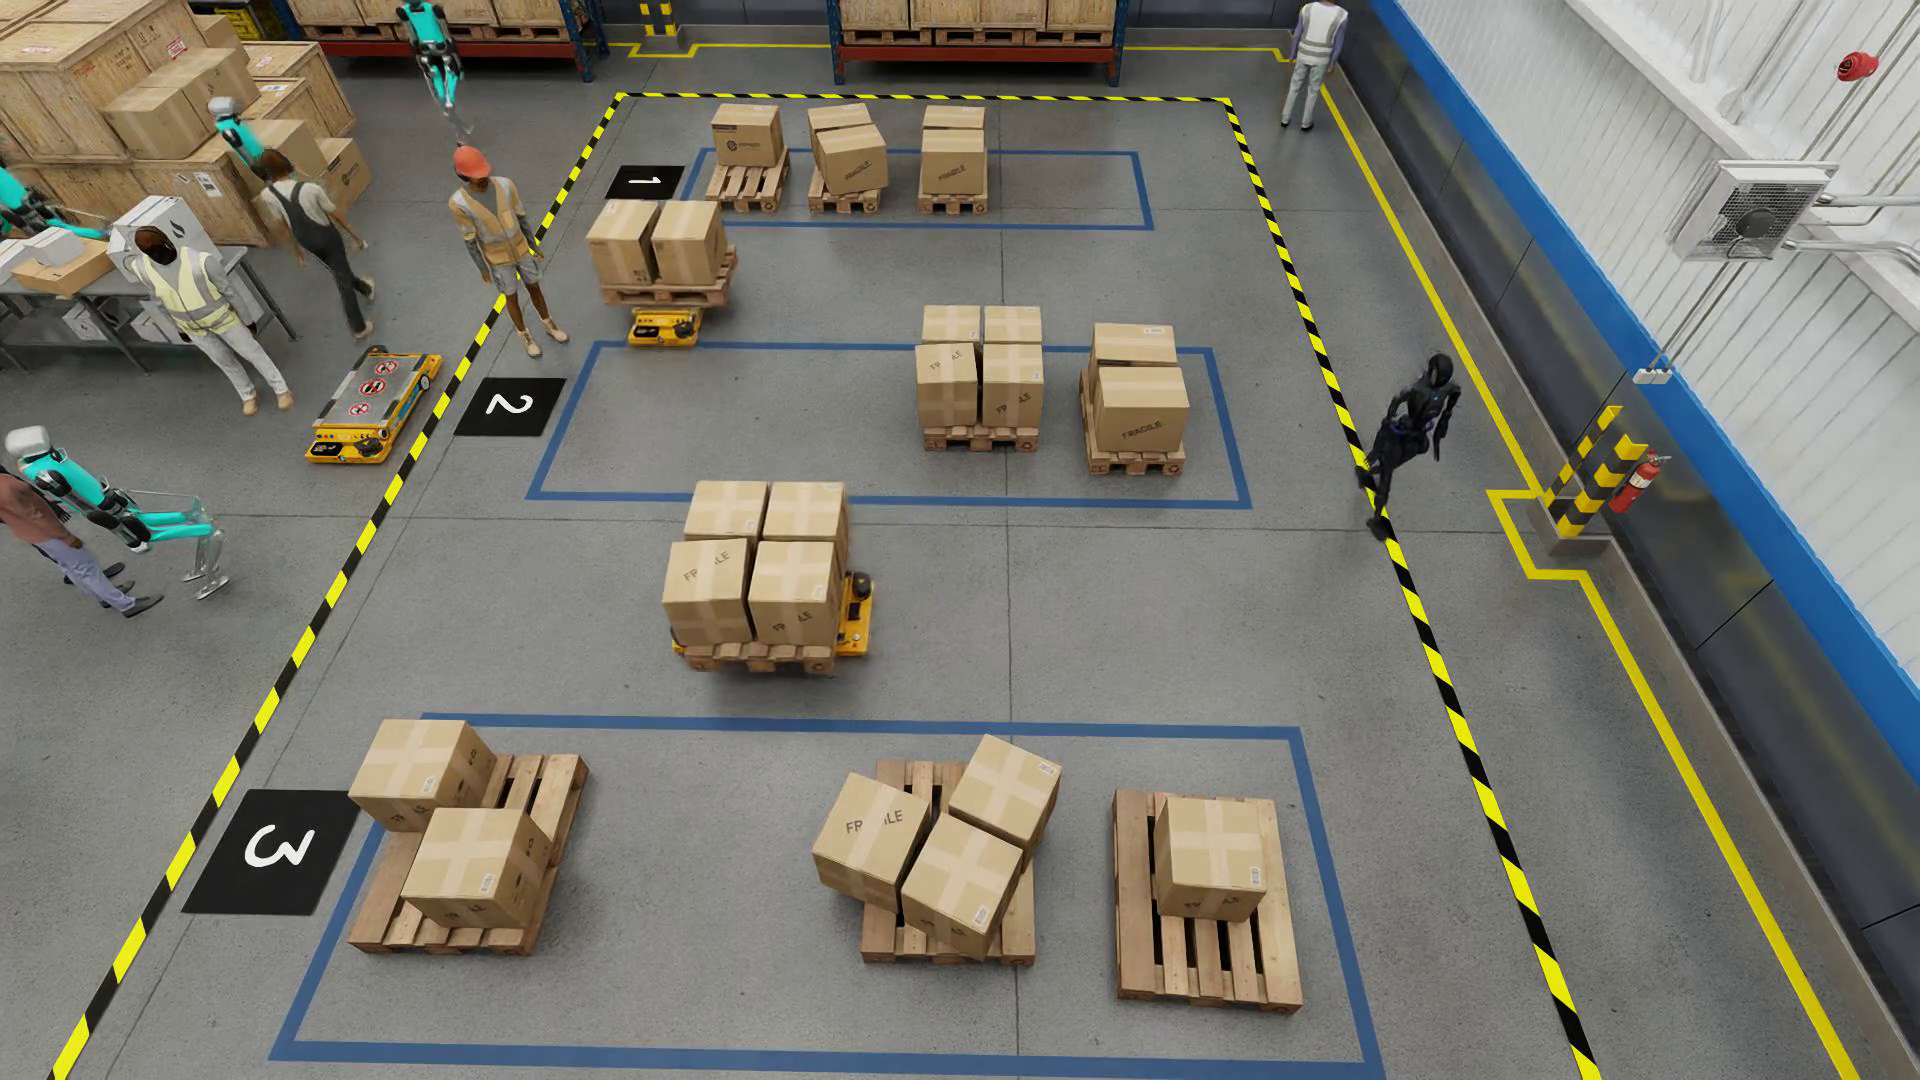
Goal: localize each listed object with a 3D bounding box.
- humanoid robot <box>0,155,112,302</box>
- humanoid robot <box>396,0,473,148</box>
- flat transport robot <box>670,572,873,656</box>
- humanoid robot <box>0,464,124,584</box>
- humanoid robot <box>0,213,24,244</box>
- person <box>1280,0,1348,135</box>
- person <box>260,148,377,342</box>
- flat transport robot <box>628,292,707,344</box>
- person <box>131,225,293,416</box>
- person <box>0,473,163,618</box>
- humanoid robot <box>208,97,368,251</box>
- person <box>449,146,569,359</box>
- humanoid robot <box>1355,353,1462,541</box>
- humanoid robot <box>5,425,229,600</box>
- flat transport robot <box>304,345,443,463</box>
[{"bbox_3d":[-8.827,-3.086,9.014,1.042,1.715,0.540,-11,51,-9],"label":"humanoid robot"},{"bbox_3d":[-6.403,-5.660,11.209,0.536,1.771,0.970,-6,50,-5],"label":"humanoid robot"},{"bbox_3d":[-1.397,0.537,6.894,1.431,0.197,0.652,1,50,1],"label":"flat transport robot"},{"bbox_3d":[-6.919,-0.286,6.679,0.599,1.653,0.315,10,50,8],"label":"humanoid robot"},{"bbox_3d":[-9.741,-3.215,9.087,0.682,1.748,0.545,-12,51,-10],"label":"humanoid robot"},{"bbox_3d":[4.428,-6.046,11.458,0.595,1.830,0.403,24,54,19],"label":"person"},{"bbox_3d":[-6.103,-2.876,8.811,0.547,1.779,1.023,-9,50,-7],"label":"person"},{"bbox_3d":[-2.952,-2.549,9.505,0.652,0.197,1.431,1,50,1],"label":"flat transport robot"},{"bbox_3d":[-6.465,-1.881,7.938,0.630,1.834,0.429,-12,51,-10],"label":"person"},{"bbox_3d":[-6.443,-0.094,6.464,0.532,1.767,0.310,20,52,16],"label":"person"},{"bbox_3d":[-6.934,-3.754,9.644,0.825,1.875,0.551,-23,53,-18],"label":"humanoid robot"},{"bbox_3d":[-4.145,-2.622,8.425,0.376,2.040,0.613,35,58,26],"label":"person"},{"bbox_3d":[3.478,-0.798,7.162,0.589,1.646,0.788,-7,50,-6],"label":"humanoid robot"},{"bbox_3d":[-5.779,-0.245,6.524,0.735,1.676,0.533,-35,58,-26],"label":"humanoid robot"},{"bbox_3d":[-5.383,-1.269,8.441,0.659,0.231,1.431,1,50,1],"label":"flat transport robot"}]
